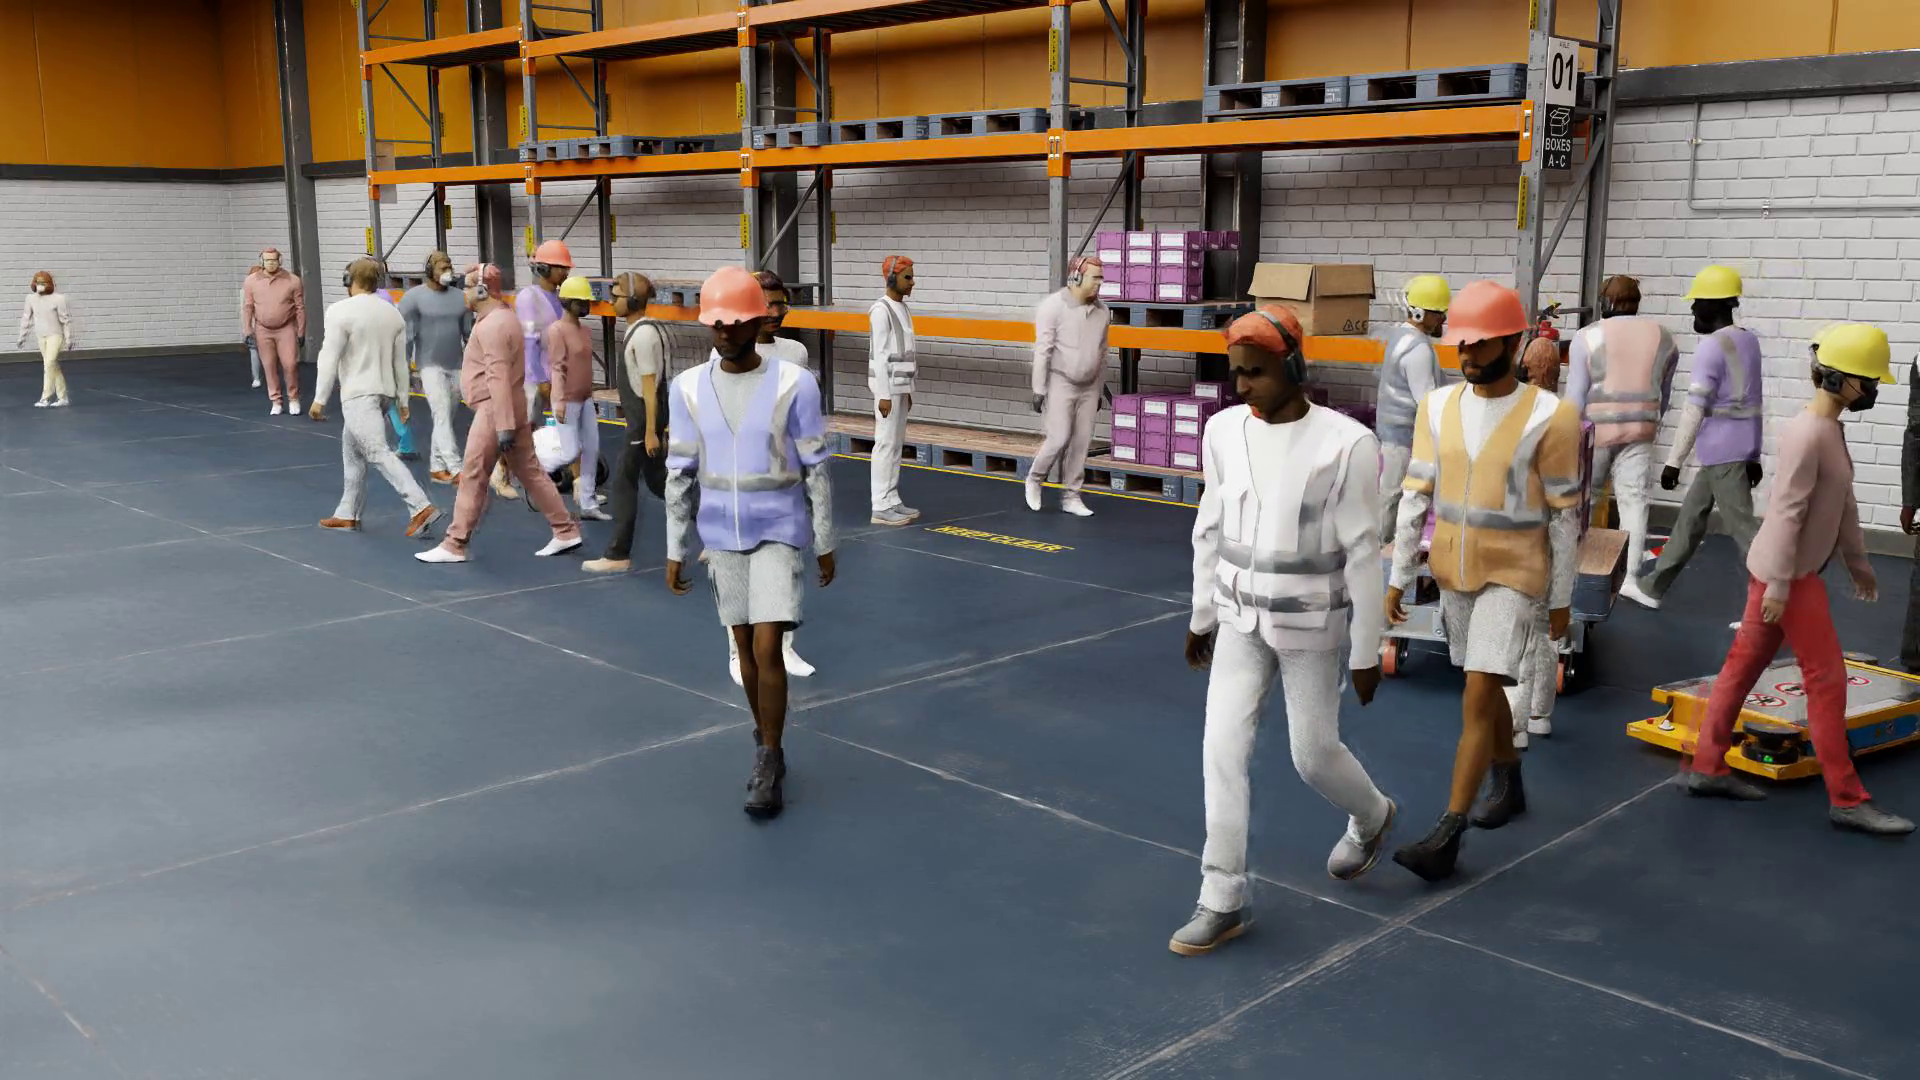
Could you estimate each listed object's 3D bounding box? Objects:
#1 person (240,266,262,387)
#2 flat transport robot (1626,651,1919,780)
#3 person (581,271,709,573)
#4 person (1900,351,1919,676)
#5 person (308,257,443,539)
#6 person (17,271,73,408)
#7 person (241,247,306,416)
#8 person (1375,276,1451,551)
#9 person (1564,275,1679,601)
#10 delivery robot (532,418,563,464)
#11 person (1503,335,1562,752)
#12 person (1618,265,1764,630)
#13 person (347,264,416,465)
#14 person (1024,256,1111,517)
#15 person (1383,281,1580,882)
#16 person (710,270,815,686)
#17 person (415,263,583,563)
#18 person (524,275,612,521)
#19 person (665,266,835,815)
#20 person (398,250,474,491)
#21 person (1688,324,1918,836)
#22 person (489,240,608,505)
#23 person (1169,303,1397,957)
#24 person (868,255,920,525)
[{"bbox_3d":[-9.217,-2.799,21.990,0.519,1.612,0.664,-4,11,-22],"label":"person"},{"bbox_3d":[3.421,0.680,6.667,1.431,0.197,0.652,-6,12,-30],"label":"flat transport robot"},{"bbox_3d":[-1.829,-0.704,10.010,0.861,1.824,0.520,-2,11,-9],"label":"person"},{"bbox_3d":[4.283,-0.186,6.997,0.589,1.888,0.586,6,12,28],"label":"person"},{"bbox_3d":[-3.920,-0.955,11.183,1.017,1.891,0.643,3,11,18],"label":"person"},{"bbox_3d":[-10.731,-2.334,19.452,0.534,1.600,0.772,2,11,13],"label":"person"},{"bbox_3d":[-7.701,-2.327,18.650,0.654,1.890,0.594,-2,11,-13],"label":"person"},{"bbox_3d":[2.681,-0.591,9.460,0.844,1.790,0.608,2,11,10],"label":"person"},{"bbox_3d":[3.694,-0.595,9.456,0.624,1.790,0.911,1,10,3],"label":"person"},{"bbox_3d":[-3.260,-0.732,13.335,0.707,0.478,0.477,6,12,27],"label":"delivery robot"},{"bbox_3d":[2.219,0.014,6.556,0.311,1.642,0.513,10,14,43],"label":"person"},{"bbox_3d":[3.904,-0.473,8.606,1.018,1.868,0.608,9,14,40],"label":"person"},{"bbox_3d":[-5.184,-1.563,14.694,0.726,1.806,0.631,-5,12,-26],"label":"person"},{"bbox_3d":[0.776,-1.100,11.990,0.670,1.877,0.553,-7,13,-35],"label":"person"},{"bbox_3d":[1.687,0.111,5.403,0.995,1.883,0.548,-9,14,-41],"label":"person"},{"bbox_3d":[-0.879,-0.279,7.541,0.531,1.867,0.316,-8,13,-37],"label":"person"},{"bbox_3d":[-2.857,-0.780,10.324,1.006,1.859,0.669,-1,10,-5],"label":"person"},{"bbox_3d":[-2.772,-0.988,11.713,0.573,1.745,0.527,4,11,19],"label":"person"},{"bbox_3d":[-0.773,0.008,5.840,0.576,1.909,0.746,2,11,12],"label":"person"},{"bbox_3d":[-4.074,-1.348,13.293,0.910,1.895,0.655,8,13,39],"label":"person"},{"bbox_3d":[2.958,0.127,5.690,0.819,1.714,0.552,6,12,30],"label":"person"},{"bbox_3d":[-3.171,-1.259,12.559,1.046,1.999,0.618,5,12,27],"label":"person"},{"bbox_3d":[0.977,0.233,4.820,0.647,1.848,0.871,10,14,43],"label":"person"},{"bbox_3d":[-0.468,-1.055,11.722,0.337,1.882,0.585,3,11,13],"label":"person"}]
